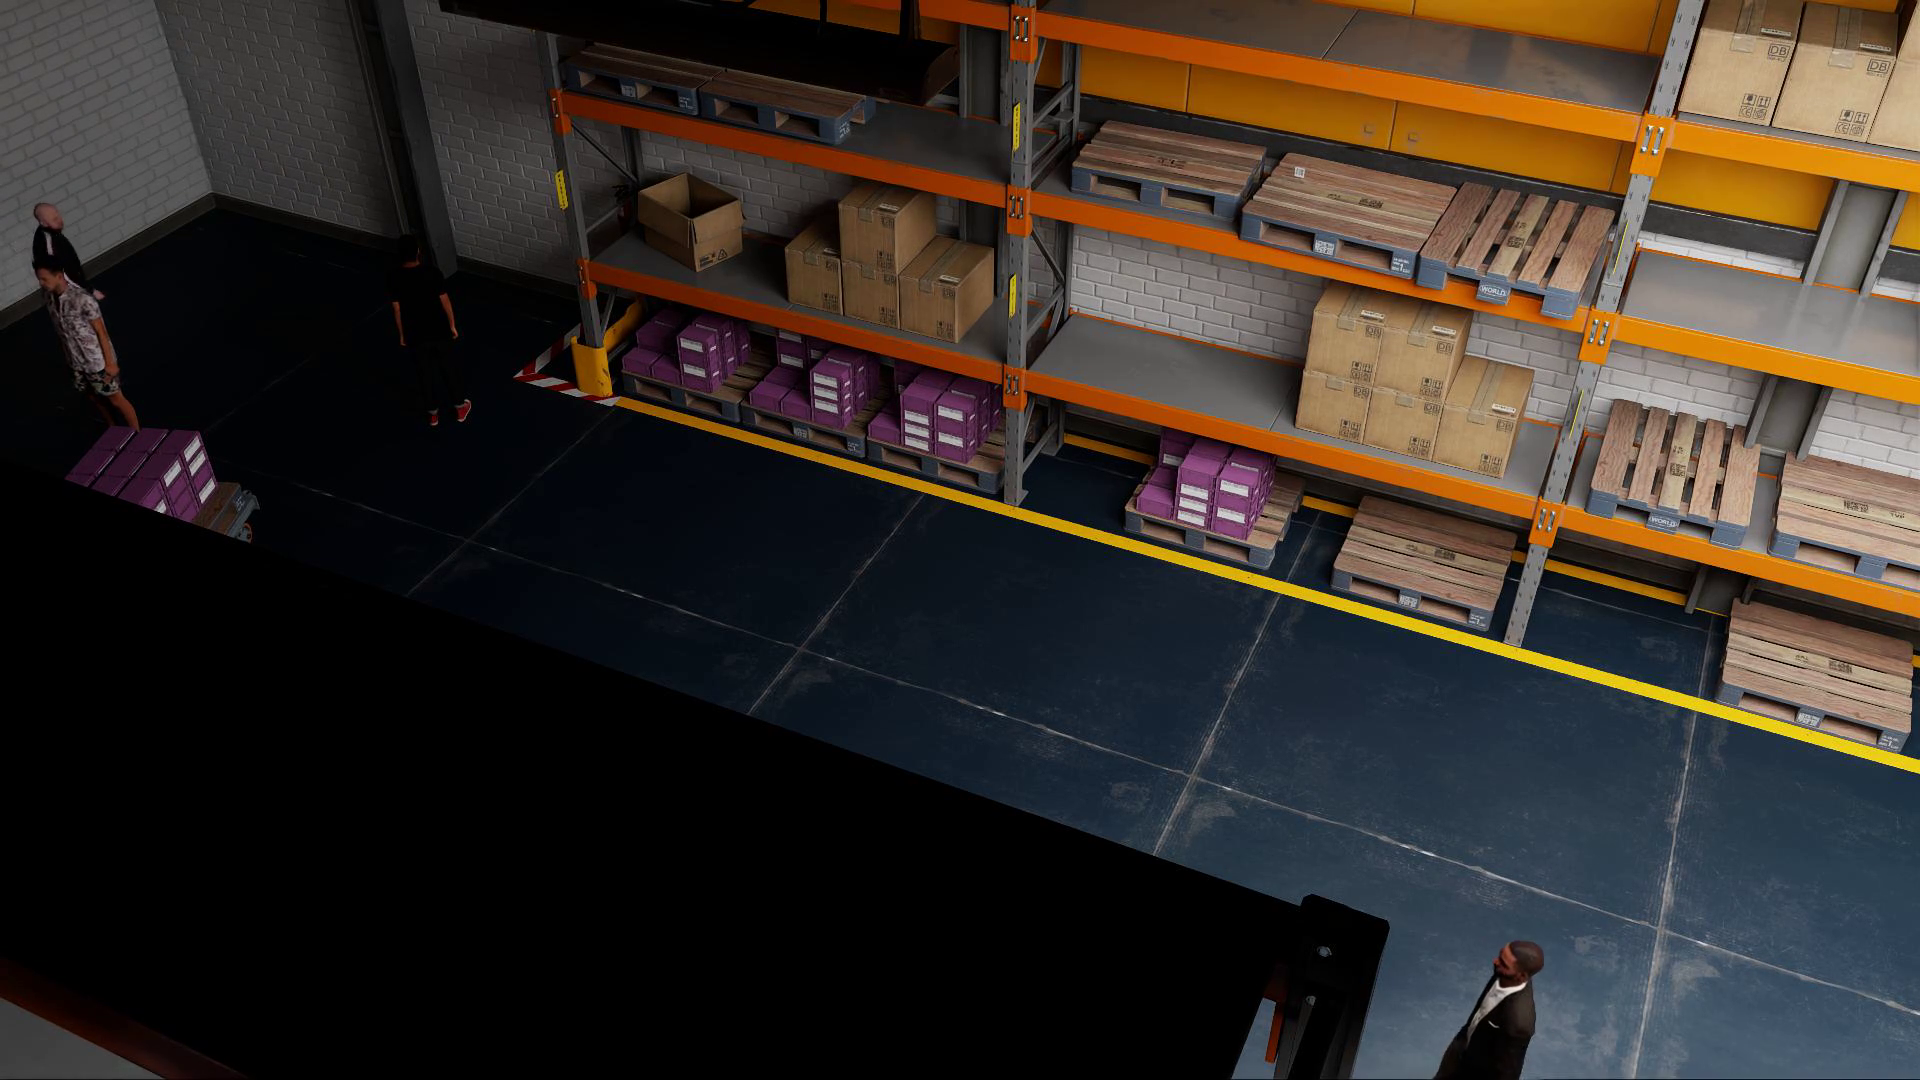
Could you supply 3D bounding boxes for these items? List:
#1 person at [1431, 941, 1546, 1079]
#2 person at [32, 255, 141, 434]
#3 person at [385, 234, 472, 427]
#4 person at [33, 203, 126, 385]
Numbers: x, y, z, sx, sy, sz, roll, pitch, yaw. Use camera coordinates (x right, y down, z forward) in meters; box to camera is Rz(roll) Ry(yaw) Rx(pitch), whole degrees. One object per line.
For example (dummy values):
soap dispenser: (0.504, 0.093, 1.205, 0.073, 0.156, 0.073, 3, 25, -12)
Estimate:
person: (2.740, 2.654, 8.383, 1.221, 1.770, 0.932, 3, 39, 4)
person: (-7.102, -1.529, 13.589, 0.526, 1.811, 0.741, 13, 41, 16)
person: (-4.463, -1.759, 13.919, 0.700, 1.758, 0.782, -9, 39, -11)
person: (-7.648, -2.021, 14.211, 0.915, 1.802, 0.848, -23, 44, -26)
